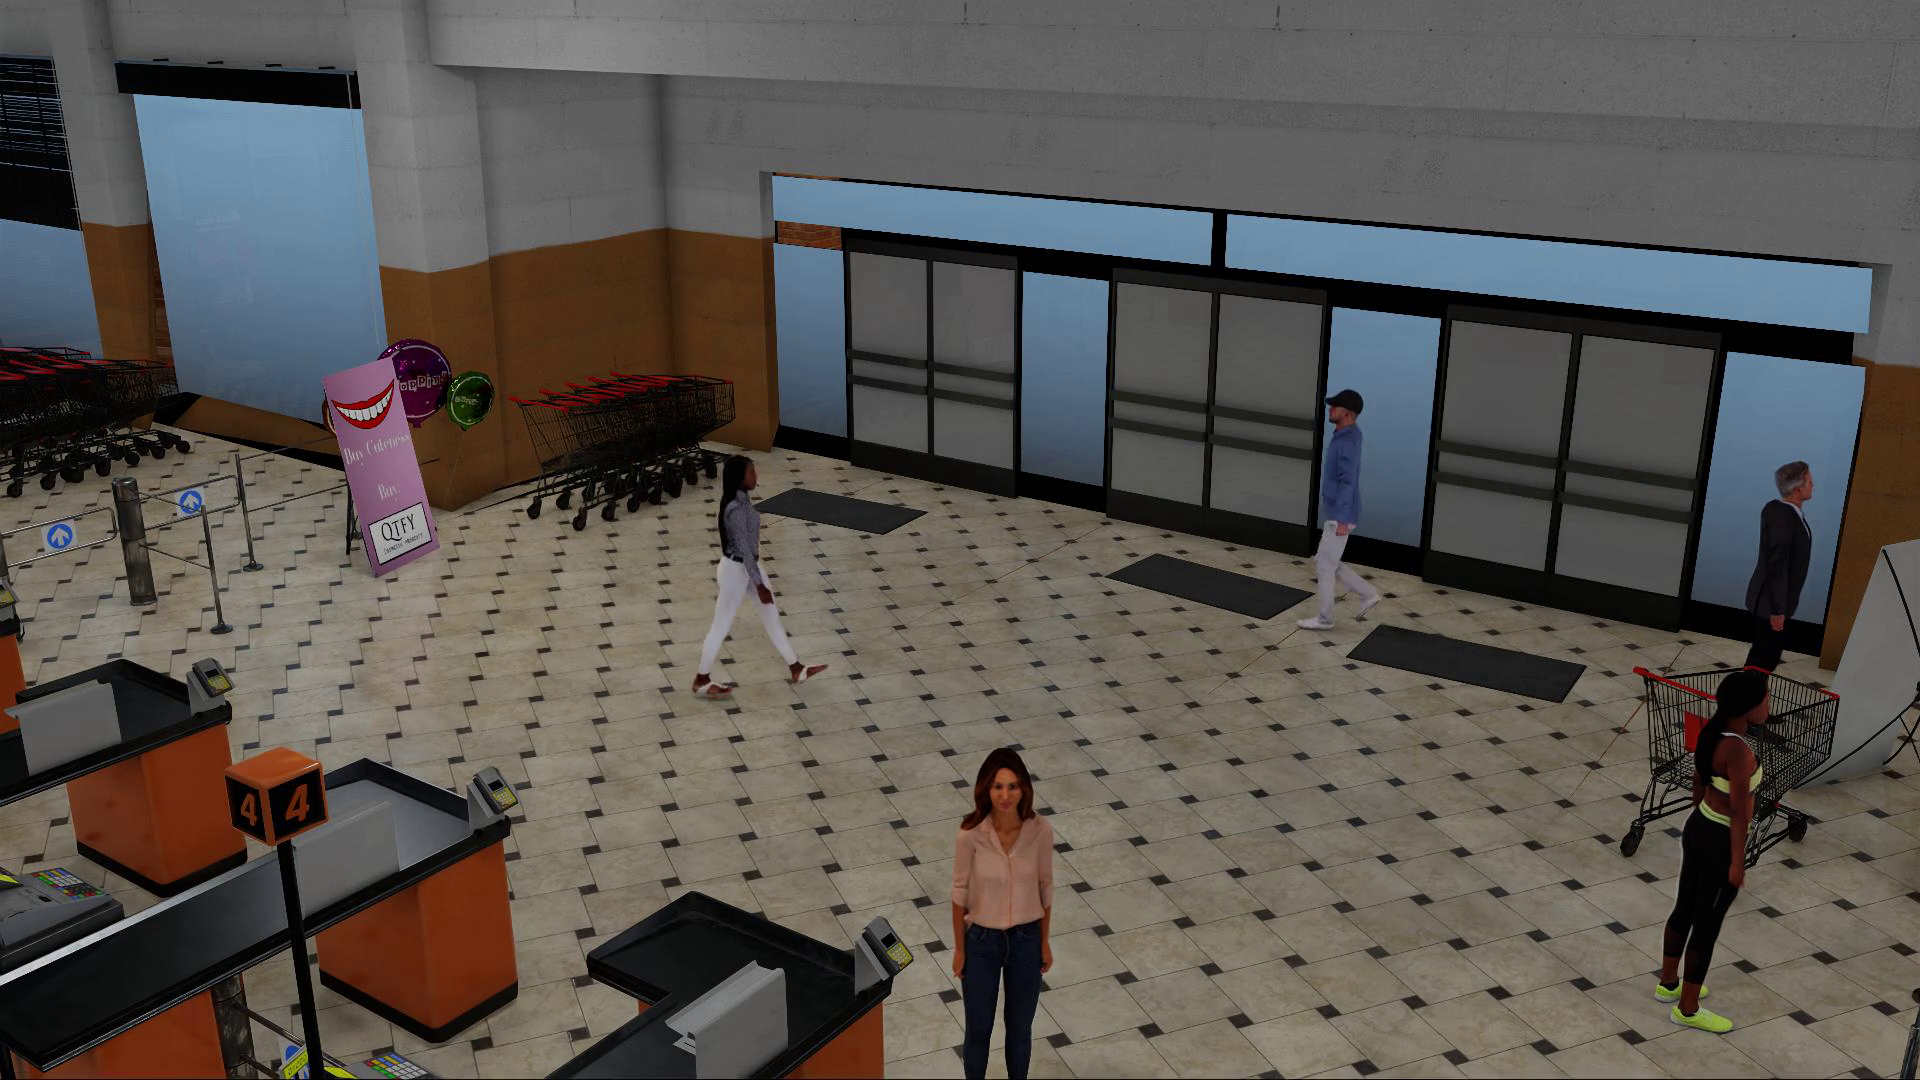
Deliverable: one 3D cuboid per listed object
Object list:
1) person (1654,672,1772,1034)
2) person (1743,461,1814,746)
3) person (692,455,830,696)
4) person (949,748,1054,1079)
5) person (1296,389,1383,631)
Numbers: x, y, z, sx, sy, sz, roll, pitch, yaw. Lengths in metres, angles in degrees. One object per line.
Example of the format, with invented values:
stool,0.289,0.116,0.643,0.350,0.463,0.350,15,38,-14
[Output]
person,3.491,1.425,7.725,0.707,1.754,0.611,0,19,1
person,5.261,0.368,10.720,0.832,1.843,0.607,8,20,22
person,-1.575,0.287,11.224,1.084,1.675,1.174,1,19,3
person,0.172,1.678,6.914,0.663,1.792,0.719,-3,19,-8
person,2.903,-0.200,12.358,0.872,1.872,0.885,5,19,15
